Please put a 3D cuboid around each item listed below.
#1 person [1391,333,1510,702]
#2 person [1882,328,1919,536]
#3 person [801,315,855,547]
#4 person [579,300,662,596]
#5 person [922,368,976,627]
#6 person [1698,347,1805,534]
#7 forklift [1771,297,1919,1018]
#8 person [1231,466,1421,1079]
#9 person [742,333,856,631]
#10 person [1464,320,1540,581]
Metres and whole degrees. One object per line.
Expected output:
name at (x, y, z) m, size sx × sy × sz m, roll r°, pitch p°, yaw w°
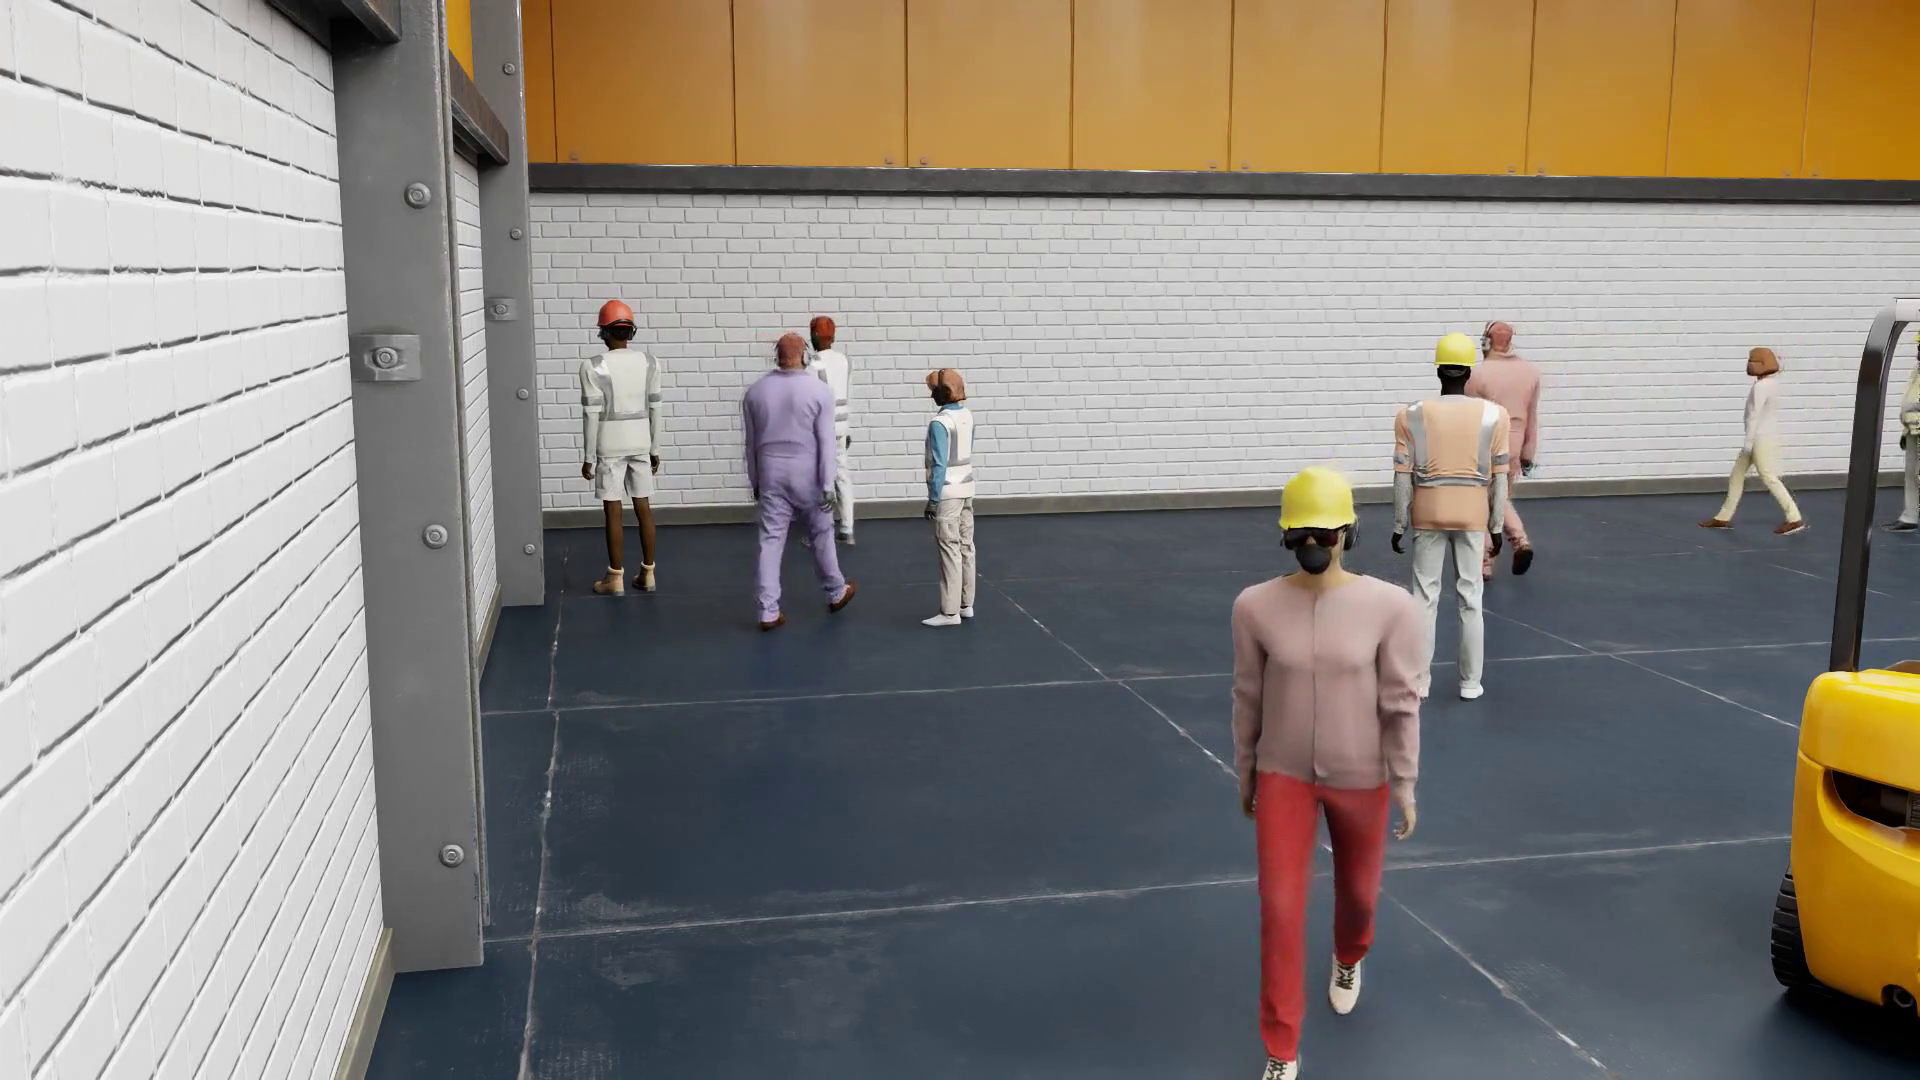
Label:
person at (2.550, -0.110, 8.694) m, size 0.585 × 1.928 × 0.368 m, roll 2°, pitch 9°, yaw 11°
person at (8.171, -0.942, 14.068) m, size 0.404 × 1.830 × 0.608 m, roll 1°, pitch 9°, yaw 6°
person at (-1.082, -0.877, 13.501) m, size 0.337 × 1.882 × 0.584 m, roll 7°, pitch 12°, yaw 38°
person at (-2.353, -0.632, 11.520) m, size 0.607 × 2.044 × 0.371 m, roll -8°, pitch 12°, yaw -40°
person at (-0.063, -0.268, 10.531) m, size 0.310 × 1.640 × 0.514 m, roll 4°, pitch 10°, yaw 24°
person at (6.843, -0.849, 14.214) m, size 0.833 × 1.593 × 0.510 m, roll 5°, pitch 11°, yaw 30°
forklift at (3.542, 0.334, 5.177) m, size 2.313 × 2.155 × 1.214 m, roll -9°, pitch 13°, yaw -43°
person at (1.030, 0.636, 4.717) m, size 0.522 × 1.739 × 0.815 m, roll 3°, pitch 10°, yaw 16°
person at (-1.039, -0.390, 10.641) m, size 0.666 × 1.845 × 0.991 m, roll 3°, pitch 10°, yaw 16°
person at (3.852, -0.630, 11.984) m, size 0.646 × 1.893 × 0.475 m, roll -4°, pitch 10°, yaw -25°
